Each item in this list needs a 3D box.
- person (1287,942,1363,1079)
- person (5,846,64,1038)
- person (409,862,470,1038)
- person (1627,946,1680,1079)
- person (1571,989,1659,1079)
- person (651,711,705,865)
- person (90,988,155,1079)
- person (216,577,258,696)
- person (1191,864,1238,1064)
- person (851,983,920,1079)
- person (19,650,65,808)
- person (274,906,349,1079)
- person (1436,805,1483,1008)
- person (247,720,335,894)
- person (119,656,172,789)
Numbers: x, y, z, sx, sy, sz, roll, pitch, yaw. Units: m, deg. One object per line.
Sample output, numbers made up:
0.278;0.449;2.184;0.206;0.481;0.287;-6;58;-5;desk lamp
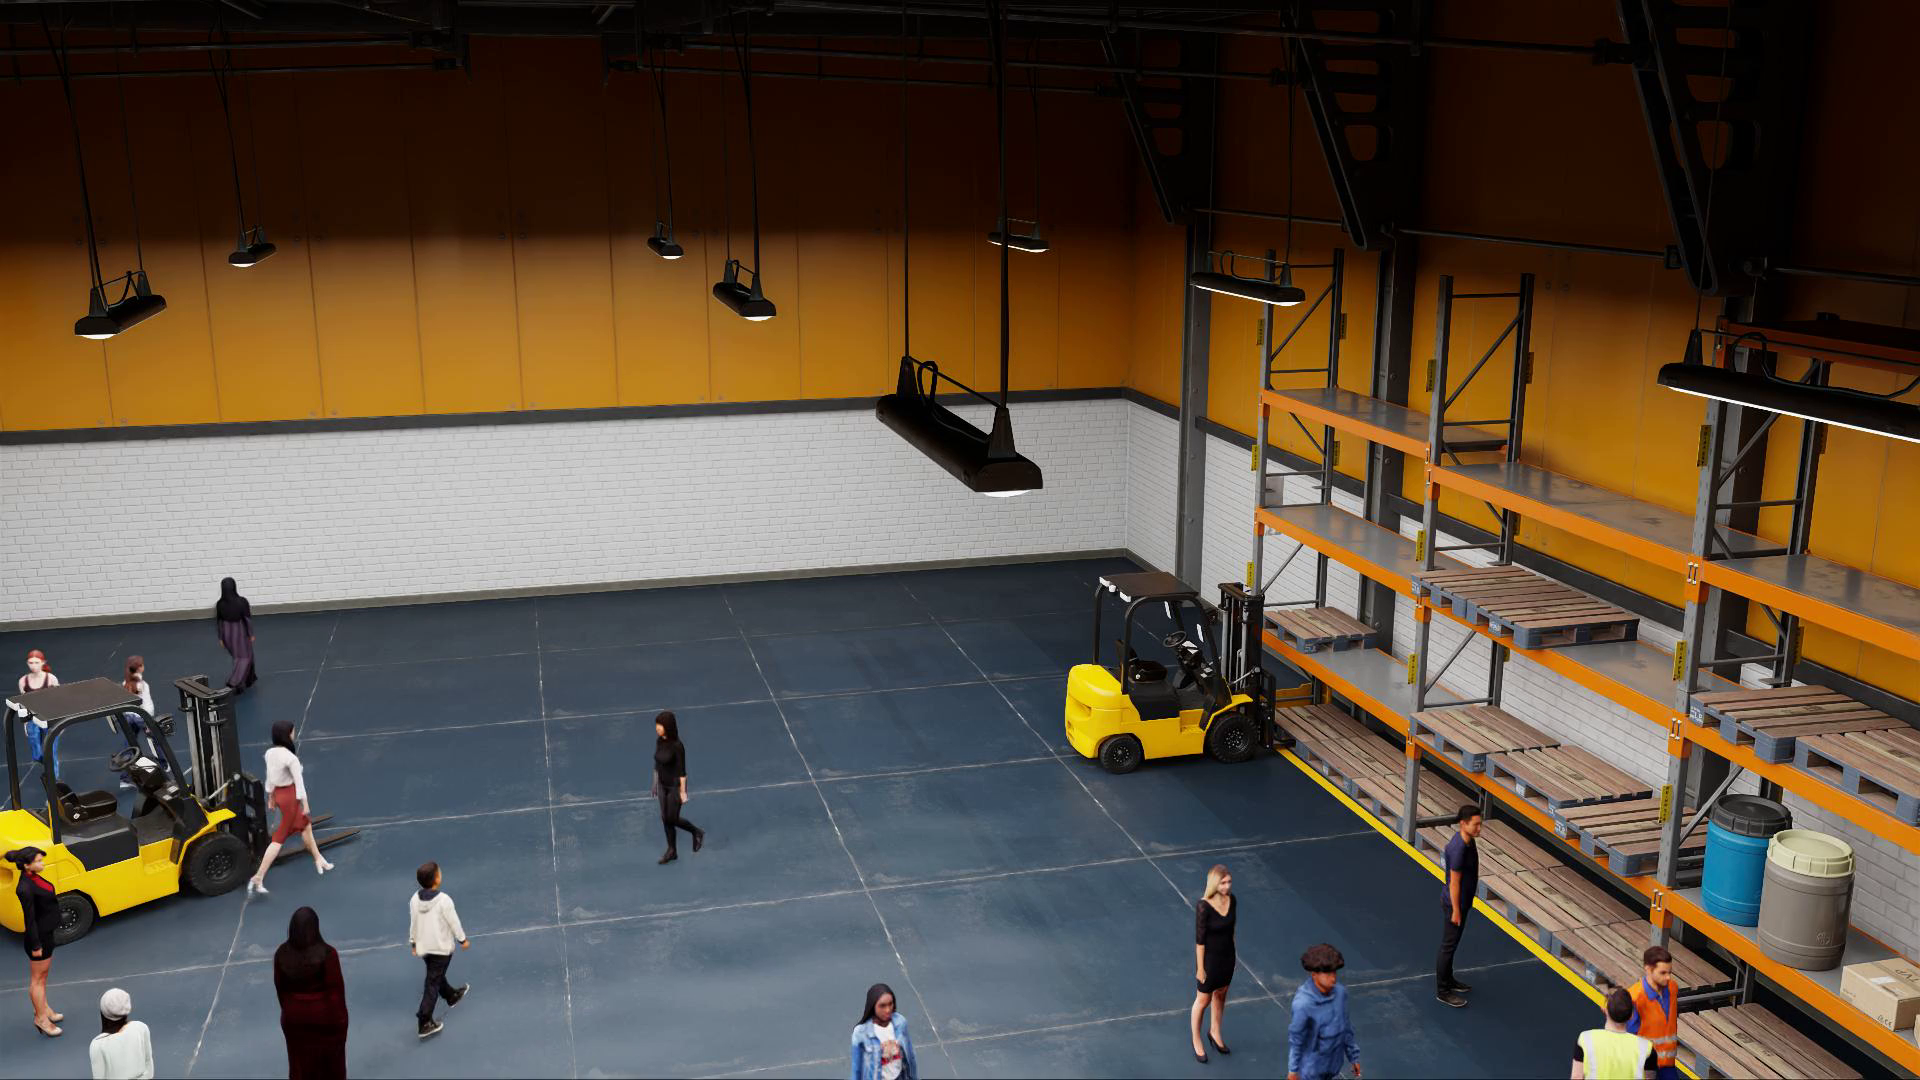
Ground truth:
2.517;3.716;11.986;0.940;1.777;1.174;-10;17;-35;person
-7.682;3.329;13.877;0.658;1.639;0.551;-6;15;-23;person
-4.431;3.441;13.885;0.955;1.418;1.041;7;15;26;person
4.834;3.709;11.870;0.779;1.845;0.767;-7;15;-28;person
4.373;3.872;11.196;0.844;1.846;0.889;4;14;15;person
-2.924;2.534;17.185;0.820;1.627;0.846;12;18;40;person
-5.822;3.875;11.609;0.679;1.645;0.643;10;17;36;person
-9.747;1.302;22.351;0.821;1.592;1.118;1;14;4;person
2.069;3.407;13.478;0.614;1.675;0.582;-9;16;-34;person
-0.591;3.848;11.607;0.760;1.699;0.832;-11;17;-38;person
-10.307;2.081;18.745;0.553;1.774;0.909;-4;14;-15;person
-4.878;3.594;12.536;0.741;1.756;0.727;1;14;3;person
4.303;3.123;14.413;0.772;1.788;0.701;7;15;27;person
-6.717;2.679;16.433;1.151;1.700;1.143;10;17;36;person
-9.506;2.118;19.130;0.819;1.520;1.127;2;14;9;person
